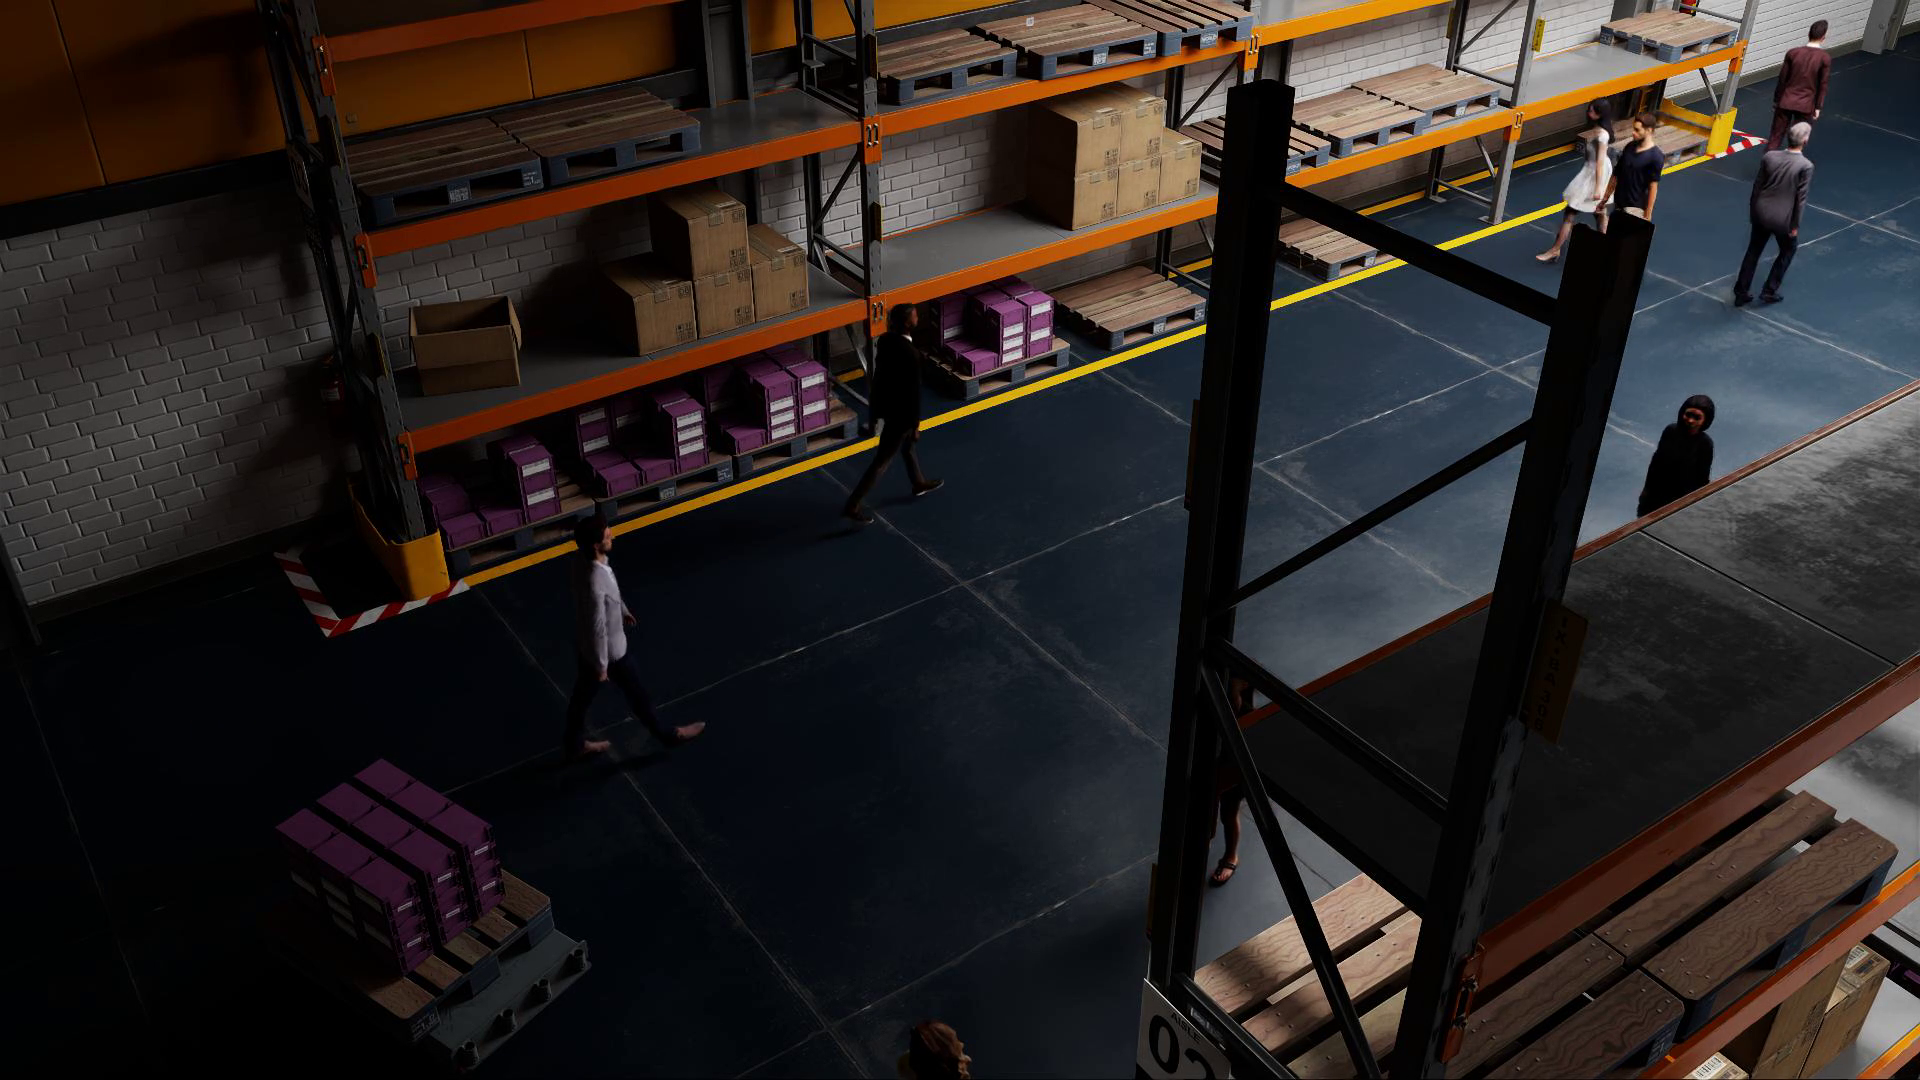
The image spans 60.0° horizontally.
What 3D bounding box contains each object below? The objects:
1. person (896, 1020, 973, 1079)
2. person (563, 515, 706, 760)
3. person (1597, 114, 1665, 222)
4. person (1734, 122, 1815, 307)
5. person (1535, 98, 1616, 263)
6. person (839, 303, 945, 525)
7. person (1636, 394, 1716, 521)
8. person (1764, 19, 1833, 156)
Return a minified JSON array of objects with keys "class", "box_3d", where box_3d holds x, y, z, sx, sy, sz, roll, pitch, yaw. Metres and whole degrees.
[{"class":"person","box_3d":[-0.100,2.716,7.322,0.667,1.722,0.598,28,43,35]},{"class":"person","box_3d":[-2.317,0.665,10.328,1.184,1.811,0.853,-14,36,-20]},{"class":"person","box_3d":[6.601,-3.261,16.216,0.680,1.830,0.702,-13,36,-18]},{"class":"person","box_3d":[7.780,-3.079,15.952,0.740,1.820,0.761,-22,40,-30]},{"class":"person","box_3d":[6.417,-3.549,16.731,0.985,1.739,0.976,13,36,19]},{"class":"person","box_3d":[-0.572,-0.927,12.785,1.240,1.741,0.694,-19,38,-26]},{"class":"person","box_3d":[5.120,-0.315,11.921,0.710,1.679,0.808,25,41,32]},{"class":"person","box_3d":[9.385,-4.888,18.632,0.761,1.865,0.734,20,39,27]}]
